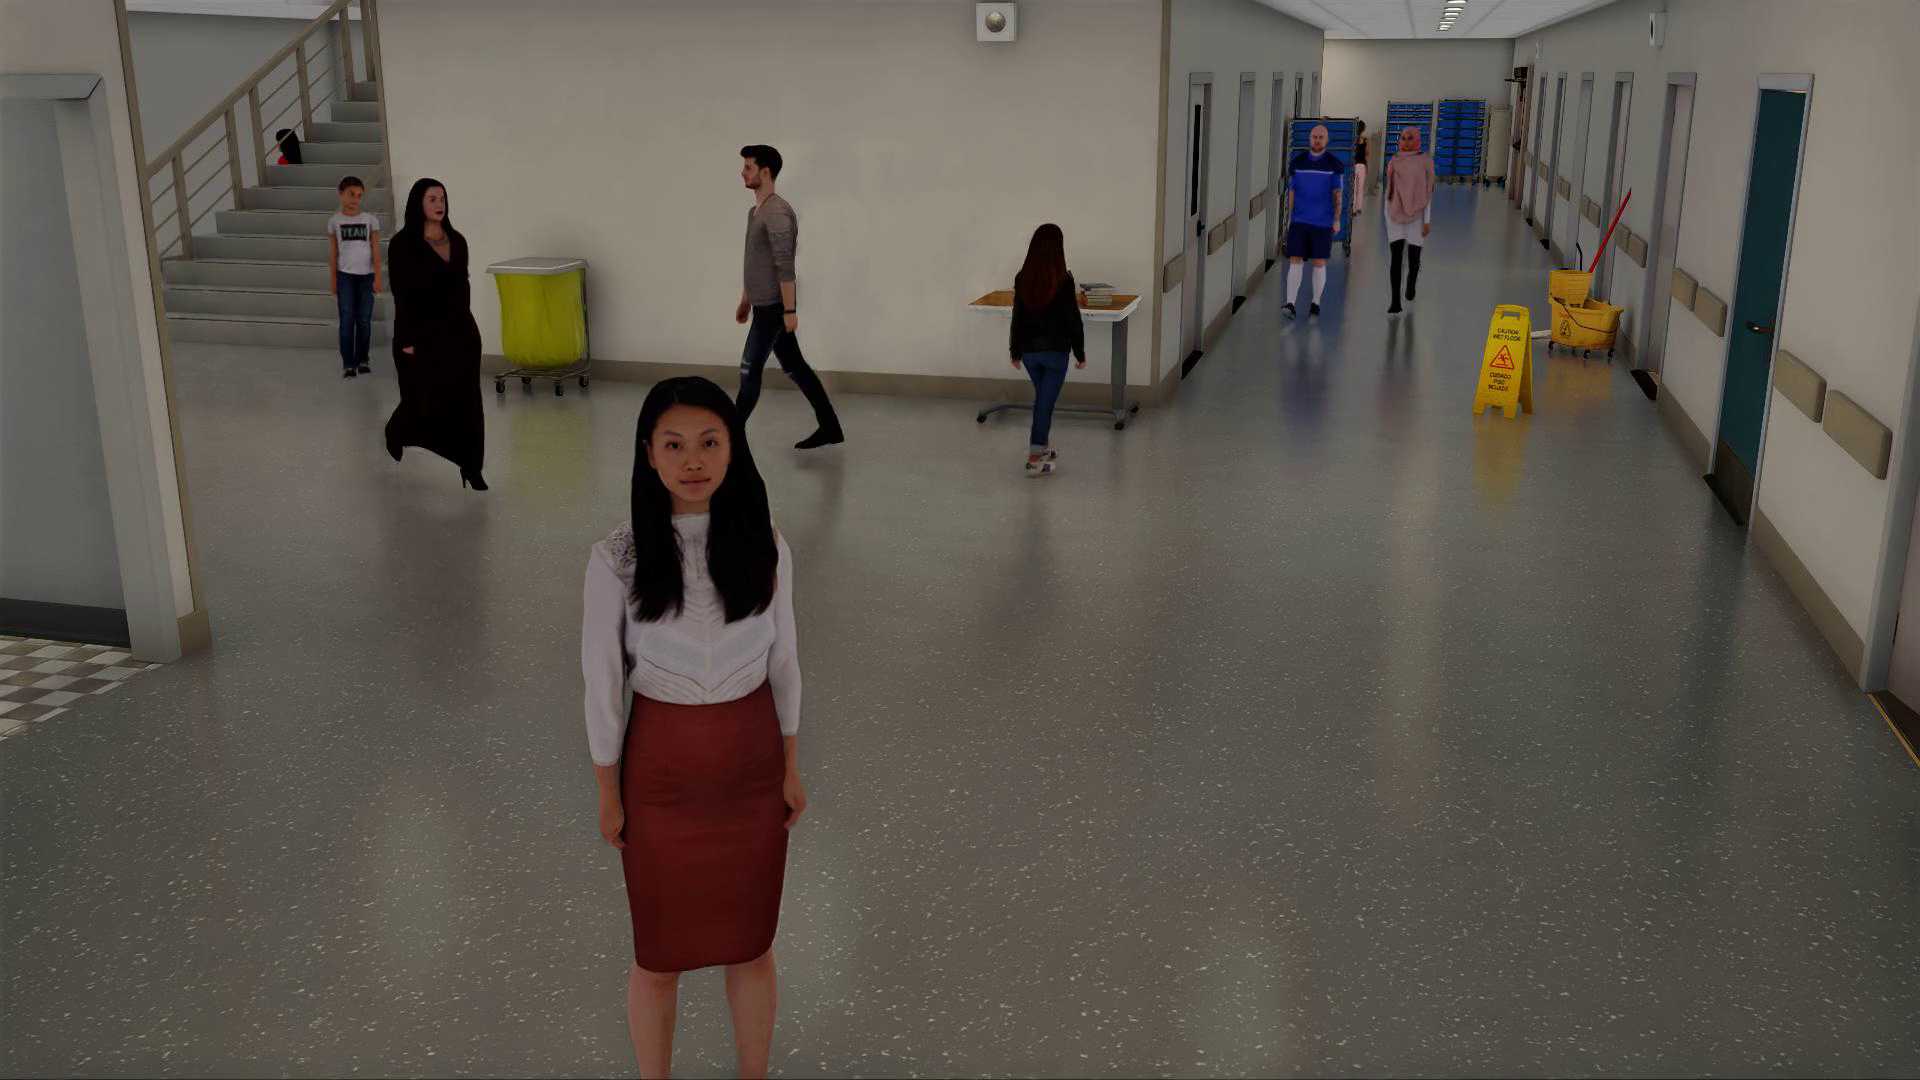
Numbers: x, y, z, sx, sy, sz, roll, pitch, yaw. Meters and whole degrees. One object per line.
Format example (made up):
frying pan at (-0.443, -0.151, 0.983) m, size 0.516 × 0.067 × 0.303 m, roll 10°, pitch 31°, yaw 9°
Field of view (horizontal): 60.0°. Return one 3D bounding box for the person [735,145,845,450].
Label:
person at (-1.043, -1.392, 10.057) m, size 1.174 × 1.851 × 1.267 m, roll -4°, pitch 16°, yaw -15°

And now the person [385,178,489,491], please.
person at (-2.998, -1.124, 9.324) m, size 1.001 × 1.733 × 1.057 m, roll 14°, pitch 21°, yaw 40°

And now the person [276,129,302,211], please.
person at (-6.907, -3.388, 17.331) m, size 0.698 × 1.746 × 0.591 m, roll 2°, pitch 16°, yaw 7°

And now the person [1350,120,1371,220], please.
person at (6.415, -5.969, 26.852) m, size 0.623 × 1.547 × 0.818 m, roll 1°, pitch 16°, yaw 2°

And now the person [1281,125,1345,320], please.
person at (3.408, -3.043, 15.987) m, size 0.749 × 1.812 × 0.994 m, roll 6°, pitch 17°, yaw 21°

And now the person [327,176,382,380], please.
person at (-4.684, -2.035, 12.931) m, size 0.822 × 1.530 × 0.941 m, roll -6°, pitch 17°, yaw -19°

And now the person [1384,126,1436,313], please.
person at (4.426, -3.144, 16.399) m, size 0.705 × 1.782 × 1.059 m, roll 7°, pitch 17°, yaw 22°

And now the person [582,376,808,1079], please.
person at (-0.529, 0.531, 3.423) m, size 0.671 × 1.751 × 0.693 m, roll -6°, pitch 17°, yaw -19°

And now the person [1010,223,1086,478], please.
person at (0.461, -1.086, 9.683) m, size 0.679 × 1.466 × 0.753 m, roll 11°, pitch 19°, yaw 33°
